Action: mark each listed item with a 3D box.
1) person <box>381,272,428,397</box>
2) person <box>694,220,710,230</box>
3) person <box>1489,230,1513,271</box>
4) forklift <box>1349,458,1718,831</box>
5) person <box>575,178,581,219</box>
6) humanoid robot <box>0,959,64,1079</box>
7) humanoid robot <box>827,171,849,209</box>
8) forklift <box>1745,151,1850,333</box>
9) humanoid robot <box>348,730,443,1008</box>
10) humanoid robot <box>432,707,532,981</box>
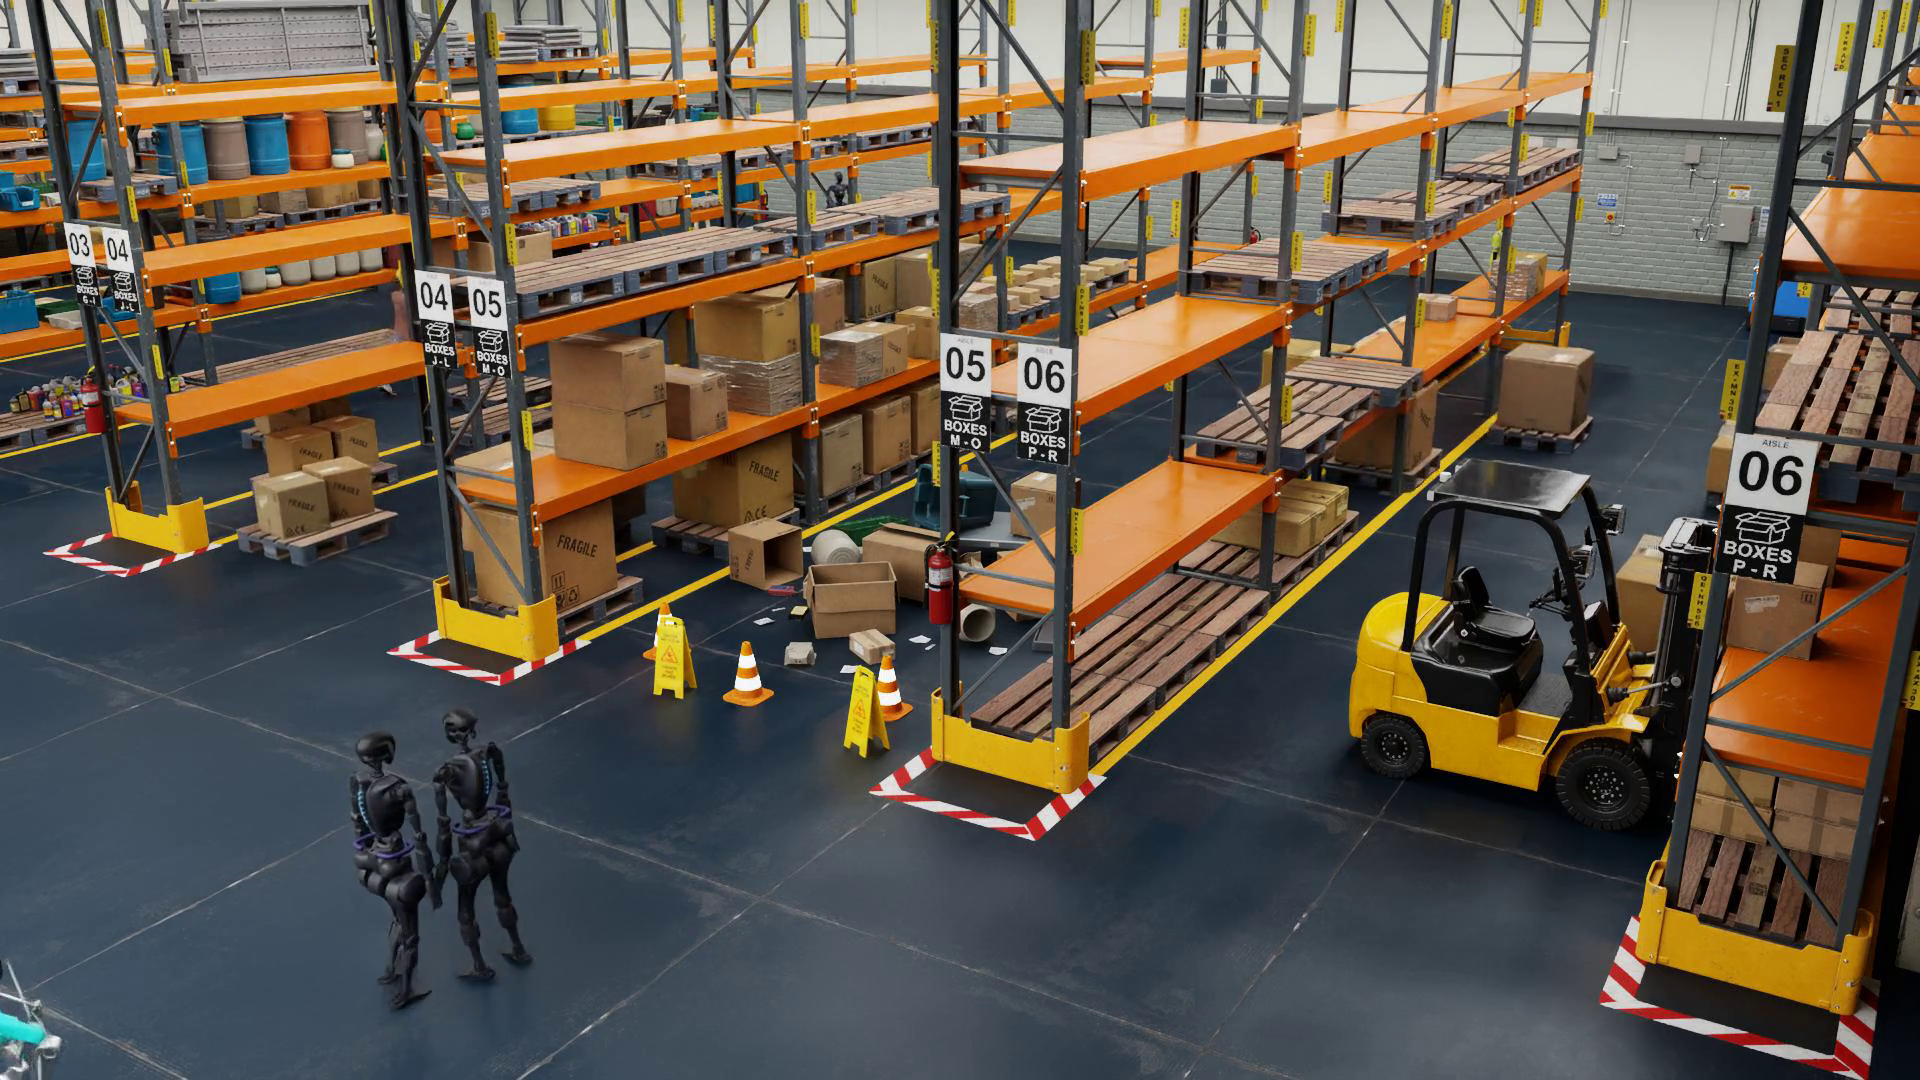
[{"bbox_3d":[-7.517,-2.806,22.489,0.528,1.735,0.841,13,23,32],"label":"person"},{"bbox_3d":[-5.407,-7.002,34.686,0.490,1.688,0.347,-5,20,-13],"label":"person"},{"bbox_3d":[8.983,-4.575,27.654,0.316,1.695,0.540,16,24,38],"label":"person"},{"bbox_3d":[3.988,0.658,11.776,2.313,2.155,1.214,11,22,29],"label":"forklift"},{"bbox_3d":[-7.451,-6.088,31.930,0.539,1.770,0.858,7,20,19],"label":"person"},{"bbox_3d":[-4.682,2.172,8.114,0.908,1.771,0.572,0,19,-1],"label":"humanoid robot"},{"bbox_3d":[-2.423,-6.620,33.607,0.614,1.645,0.336,-11,22,-28],"label":"humanoid robot"},{"bbox_3d":[13.620,-4.667,26.137,1.873,2.768,1.129,11,22,29],"label":"forklift"},{"bbox_3d":[-3.141,1.808,9.219,0.597,1.651,0.330,11,22,29],"label":"humanoid robot"},{"bbox_3d":[-2.733,1.731,9.455,0.362,1.645,0.613,9,21,25],"label":"humanoid robot"}]
